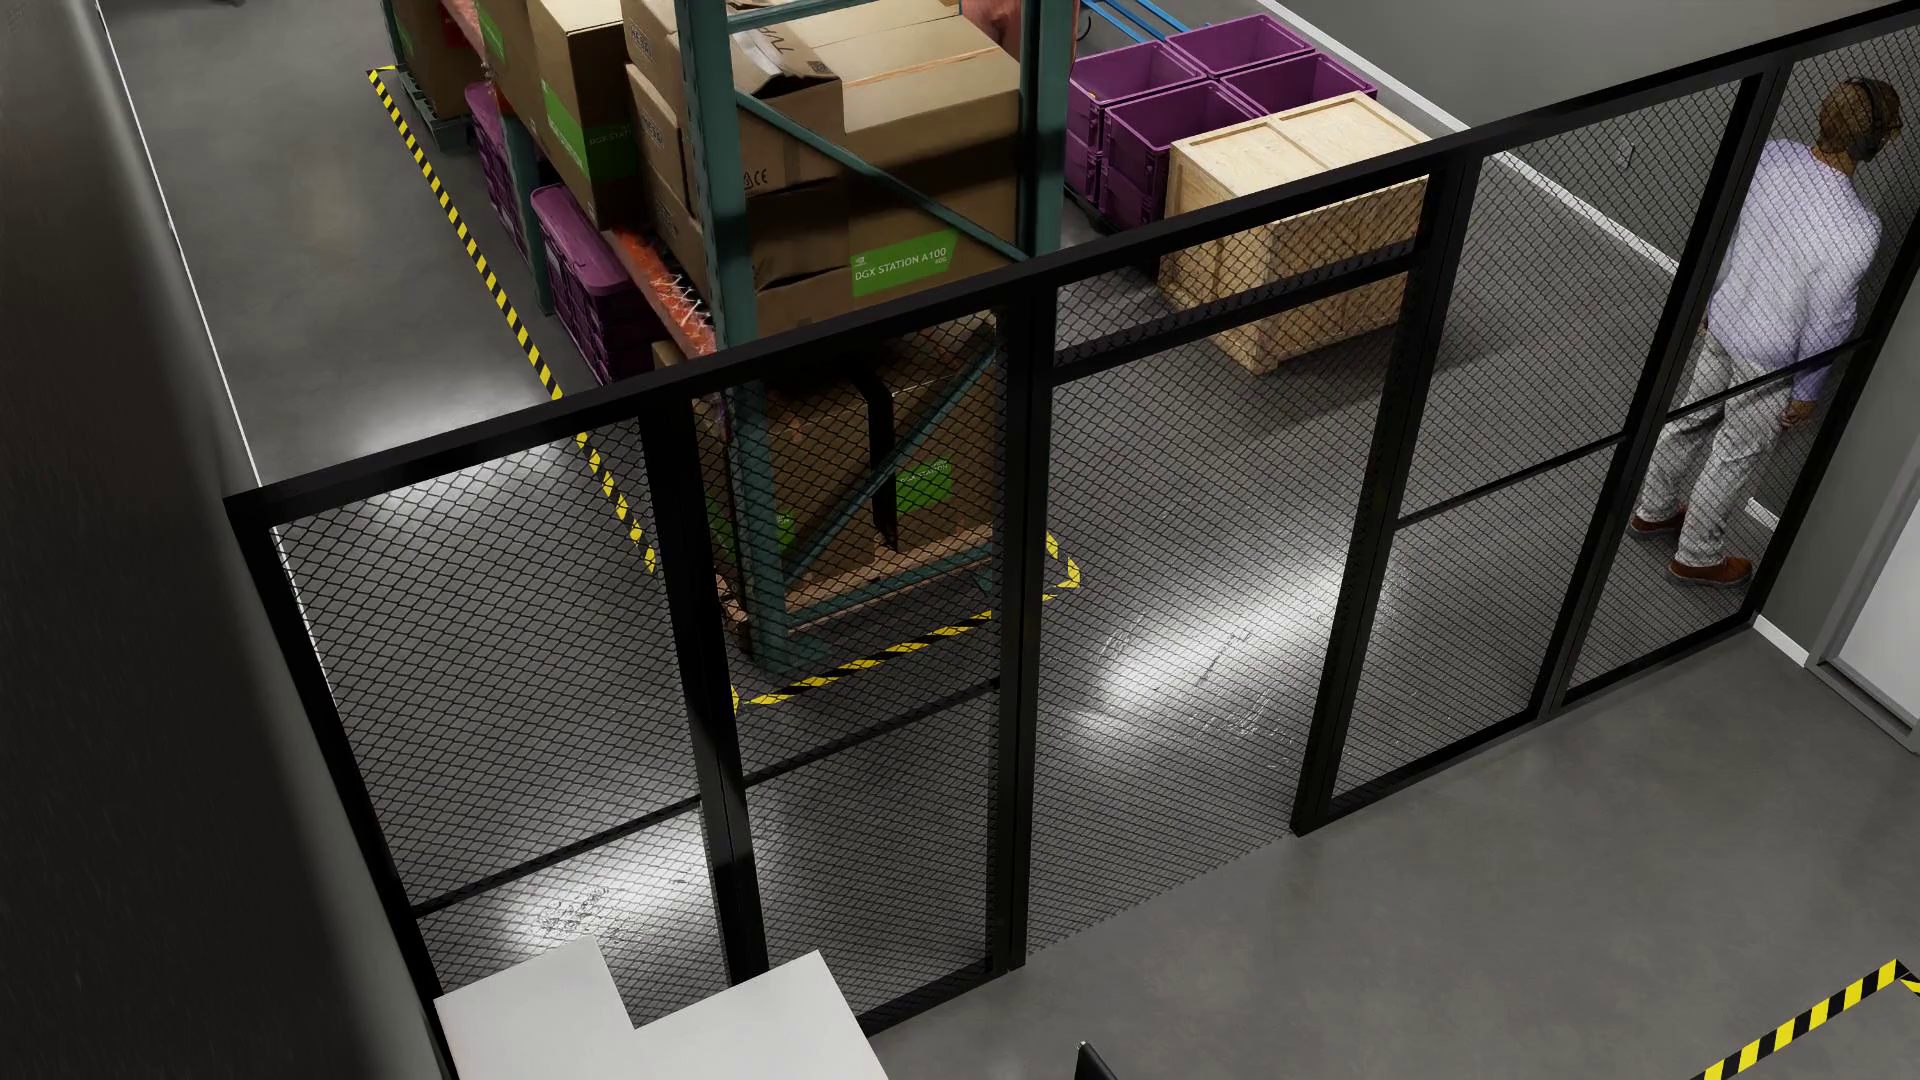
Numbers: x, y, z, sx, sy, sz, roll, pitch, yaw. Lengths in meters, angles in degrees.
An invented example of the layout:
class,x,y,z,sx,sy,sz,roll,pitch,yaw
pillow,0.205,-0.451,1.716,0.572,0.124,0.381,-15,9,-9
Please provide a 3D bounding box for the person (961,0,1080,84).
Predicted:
class,x,y,z,sx,sy,sz,roll,pitch,yaw
person,0.226,-1.808,6.883,0.611,1.994,0.379,-32,51,-30

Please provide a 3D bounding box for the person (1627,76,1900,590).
class,x,y,z,sx,sy,sz,roll,pitch,yaw
person,2.738,-0.675,5.683,0.352,1.938,0.635,-8,43,-9

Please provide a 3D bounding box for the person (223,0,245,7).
class,x,y,z,sx,sy,sz,roll,pitch,yaw
person,-4.226,-3.891,9.285,0.612,1.829,0.419,-25,48,-25
